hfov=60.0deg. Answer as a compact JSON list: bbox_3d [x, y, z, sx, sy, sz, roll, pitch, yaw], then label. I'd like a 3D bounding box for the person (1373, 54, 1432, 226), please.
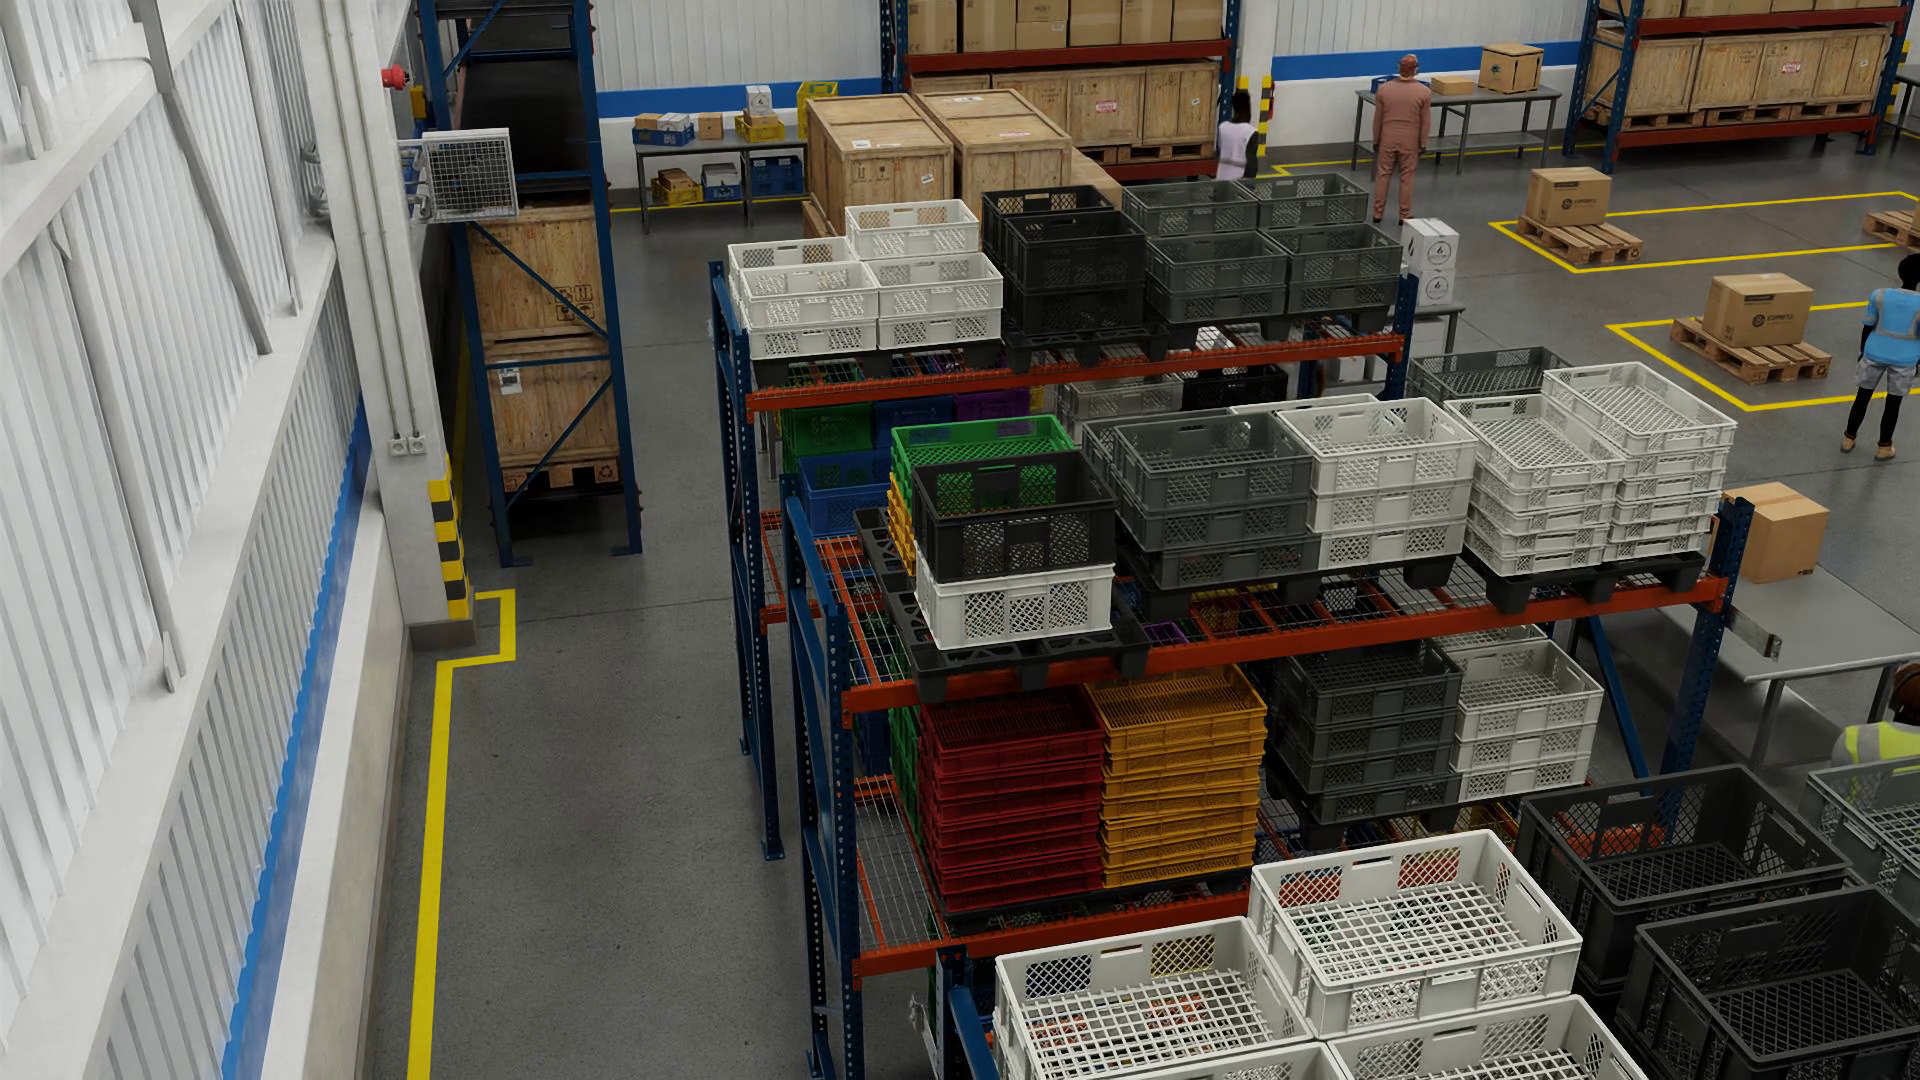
[{"bbox_3d":[5.009,-4.539,18.899,0.646,1.906,0.405,12,30,21],"label":"person"}]

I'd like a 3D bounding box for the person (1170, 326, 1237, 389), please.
[{"bbox_3d":[1.756,-0.974,12.157,0.579,1.878,0.342,23,35,36],"label":"person"}]

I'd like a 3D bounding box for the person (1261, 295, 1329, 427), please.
[{"bbox_3d":[2.410,-1.021,12.272,0.540,1.850,0.505,2,28,4],"label":"person"}]

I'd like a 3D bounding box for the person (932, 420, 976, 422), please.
[{"bbox_3d":[-0.005,-0.117,10.466,0.631,1.936,0.362,20,34,33],"label":"person"}]

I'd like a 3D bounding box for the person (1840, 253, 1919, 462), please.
[{"bbox_3d":[7.422,-1.458,13.261,0.535,1.700,0.318,23,35,36],"label":"person"}]

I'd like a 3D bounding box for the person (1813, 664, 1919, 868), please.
[{"bbox_3d":[4.246,1.394,7.714,0.631,1.836,0.429,5,28,9],"label":"person"}]

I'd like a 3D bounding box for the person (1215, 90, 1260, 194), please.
[{"bbox_3d":[2.888,-3.708,17.339,0.617,1.878,0.635,-19,33,-32],"label":"person"}]
